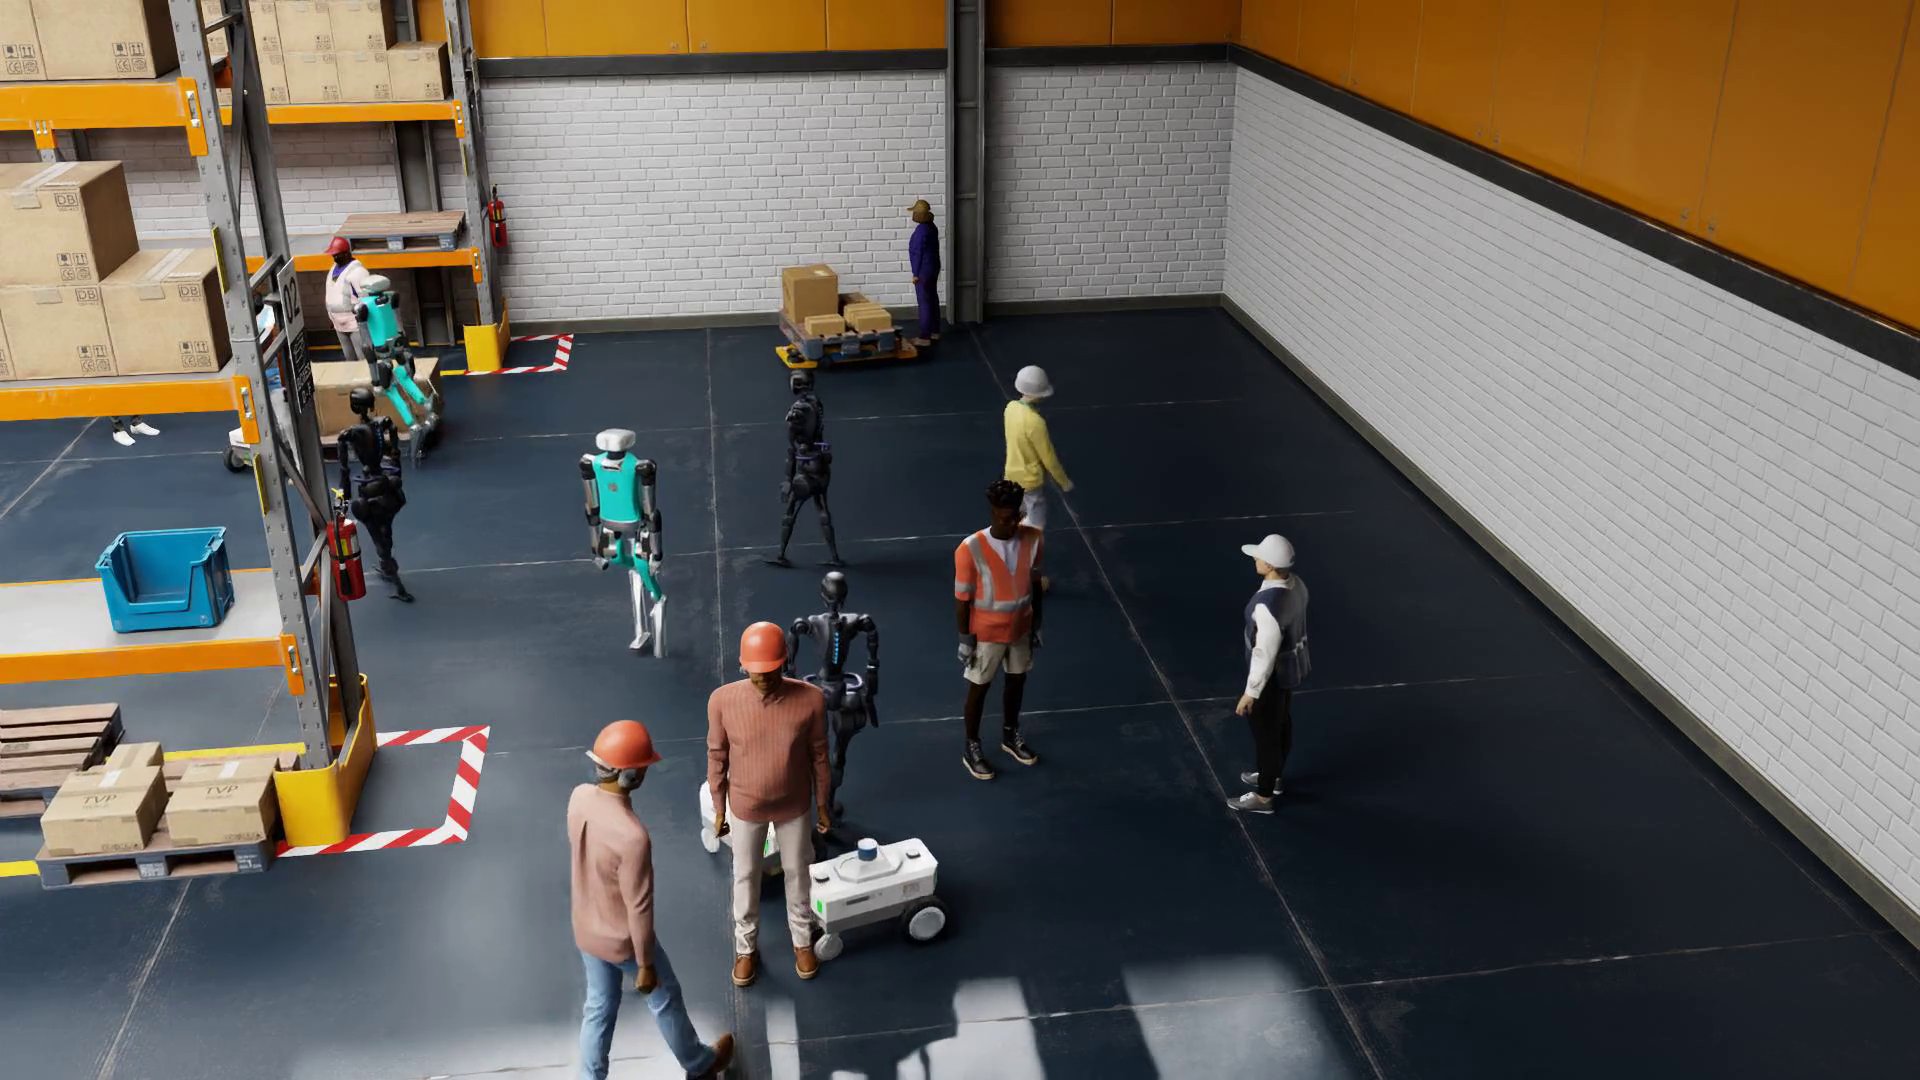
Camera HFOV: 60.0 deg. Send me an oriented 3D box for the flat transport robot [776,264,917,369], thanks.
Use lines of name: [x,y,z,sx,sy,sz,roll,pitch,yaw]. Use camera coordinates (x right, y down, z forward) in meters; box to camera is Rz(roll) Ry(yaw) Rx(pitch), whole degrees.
flat transport robot: [-1.245,-2.104,18.191,1.431,0.231,0.659,-8,25,-17]

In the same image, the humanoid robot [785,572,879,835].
humanoid robot: [-0.743,0.946,9.511,0.589,1.632,0.482,-6,24,-13]

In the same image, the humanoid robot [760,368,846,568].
humanoid robot: [-1.231,-0.560,12.939,0.656,1.635,0.589,9,25,19]

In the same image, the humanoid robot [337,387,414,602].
humanoid robot: [-4.447,-0.362,12.490,0.688,1.640,0.603,14,27,29]

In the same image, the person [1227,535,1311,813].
person: [1.817,0.785,9.754,0.438,1.759,0.761,12,26,25]

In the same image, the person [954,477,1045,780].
person: [0.246,0.529,10.102,0.599,1.957,0.379,-14,27,-28]

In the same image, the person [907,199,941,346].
person: [-0.413,-2.981,18.511,0.362,1.619,0.450,9,25,19]

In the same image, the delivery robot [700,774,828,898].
delivery robot: [-1.136,1.616,9.358,0.499,0.594,0.769,-19,30,-37]

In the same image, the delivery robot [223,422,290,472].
delivery robot: [-6.279,-0.895,15.102,0.504,0.611,0.783,9,25,20]

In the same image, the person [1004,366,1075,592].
person: [0.531,-0.459,12.479,0.524,1.852,0.595,-12,27,-26]

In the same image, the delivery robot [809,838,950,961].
delivery robot: [-0.485,1.856,8.803,0.772,0.587,0.499,-10,26,-22]

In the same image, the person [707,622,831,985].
person: [-0.940,1.305,8.278,0.610,1.995,0.376,-3,24,-7]

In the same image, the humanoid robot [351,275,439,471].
humanoid robot: [-4.958,-1.447,14.926,0.683,1.838,0.534,9,25,20]

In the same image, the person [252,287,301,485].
person: [-6.091,-1.390,14.622,0.636,1.833,0.432,8,25,19]

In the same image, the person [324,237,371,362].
person: [-5.998,-2.125,16.392,0.612,1.753,0.419,17,29,34]

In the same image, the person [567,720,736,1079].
person: [-1.445,1.700,7.451,0.859,1.945,0.638,-21,31,-39]

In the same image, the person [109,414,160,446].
person: [-7.900,-1.830,15.570,0.329,1.876,0.506,9,25,20]

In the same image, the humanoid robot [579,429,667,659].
humanoid robot: [-2.238,0.027,11.585,0.536,1.836,0.752,5,24,11]
